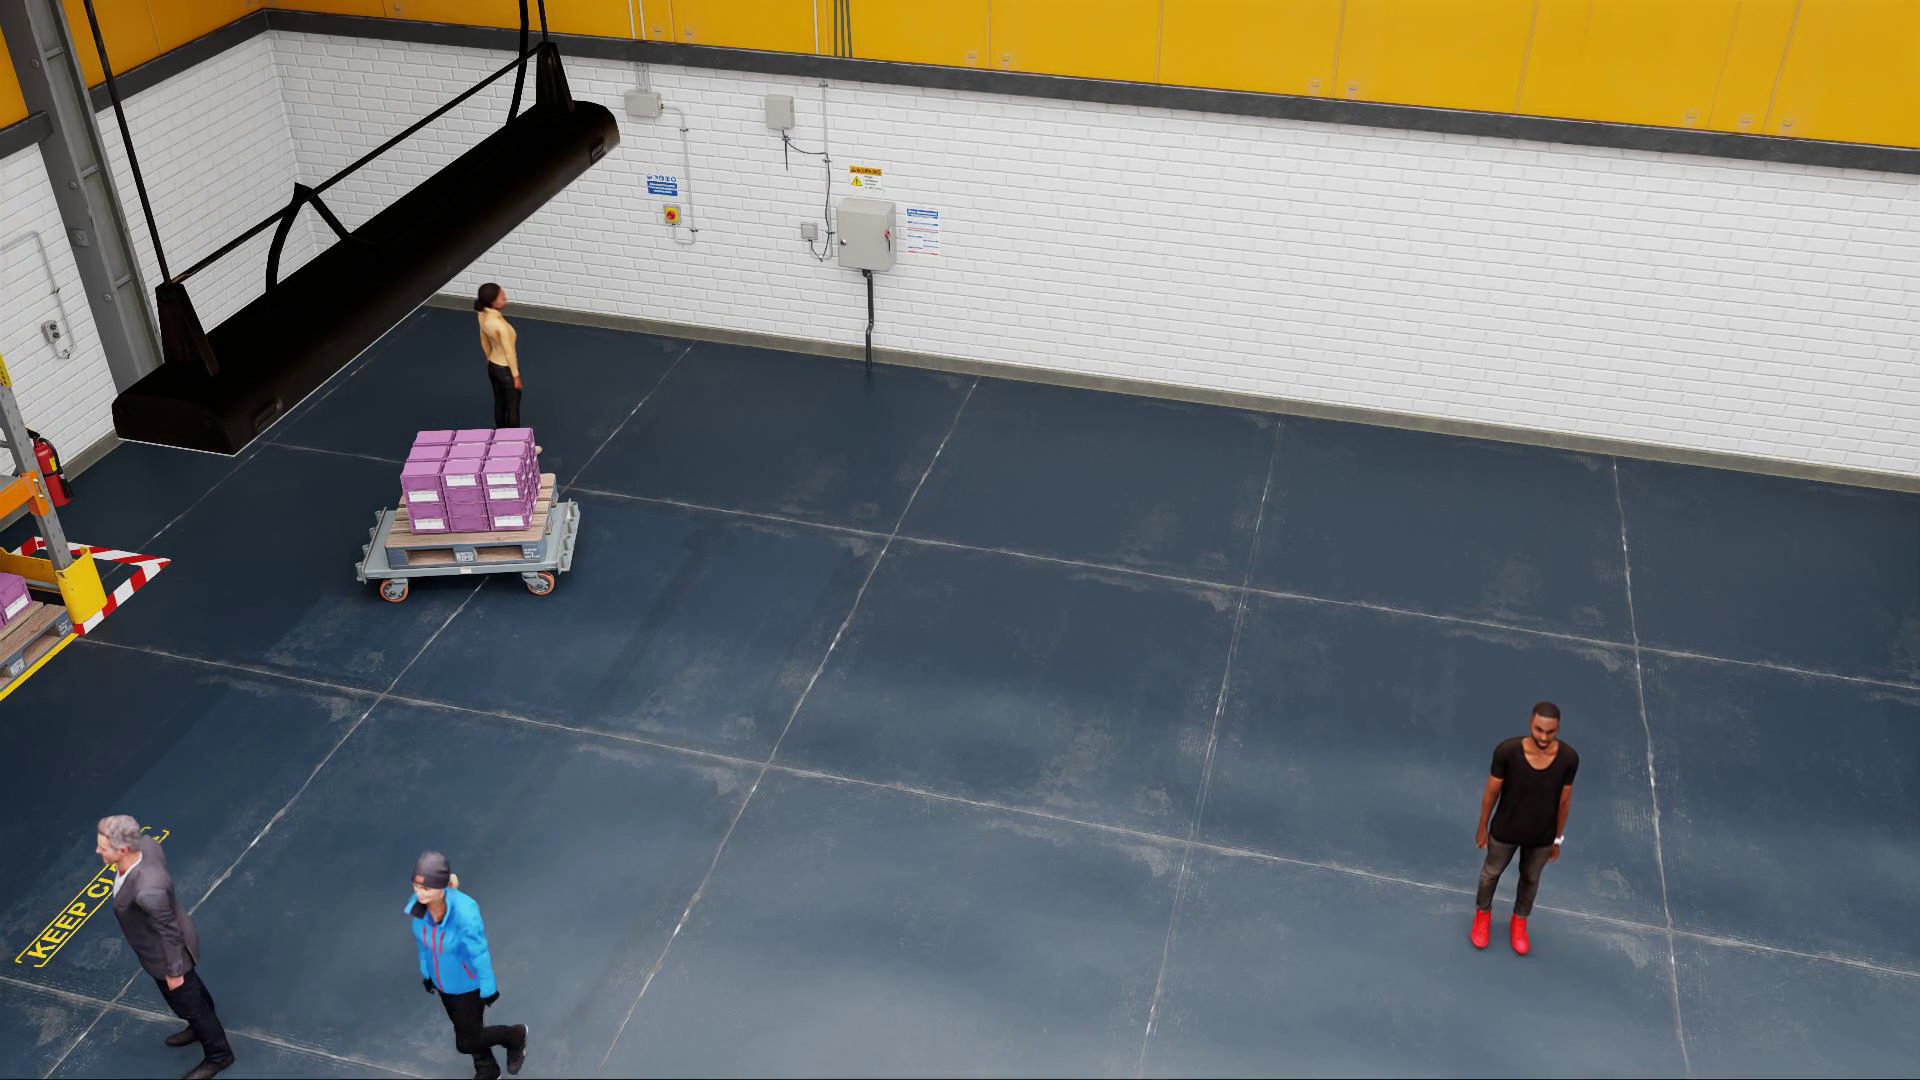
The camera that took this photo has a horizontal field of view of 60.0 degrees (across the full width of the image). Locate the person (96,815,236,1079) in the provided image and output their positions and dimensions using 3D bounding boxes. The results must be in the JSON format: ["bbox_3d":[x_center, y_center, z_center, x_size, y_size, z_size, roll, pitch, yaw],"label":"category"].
[{"bbox_3d":[-4.315,2.186,9.005,0.840,1.839,0.801,-20,39,-28],"label":"person"}]

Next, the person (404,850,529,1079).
[{"bbox_3d":[-2.610,2.290,8.897,0.737,1.786,0.818,20,39,28],"label":"person"}]

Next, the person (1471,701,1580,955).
[{"bbox_3d":[3.321,1.671,9.809,0.644,1.807,0.538,7,34,10],"label":"person"}]

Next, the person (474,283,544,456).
[{"bbox_3d":[-4.043,-1.500,14.714,0.697,1.658,0.678,-29,43,-36],"label":"person"}]
